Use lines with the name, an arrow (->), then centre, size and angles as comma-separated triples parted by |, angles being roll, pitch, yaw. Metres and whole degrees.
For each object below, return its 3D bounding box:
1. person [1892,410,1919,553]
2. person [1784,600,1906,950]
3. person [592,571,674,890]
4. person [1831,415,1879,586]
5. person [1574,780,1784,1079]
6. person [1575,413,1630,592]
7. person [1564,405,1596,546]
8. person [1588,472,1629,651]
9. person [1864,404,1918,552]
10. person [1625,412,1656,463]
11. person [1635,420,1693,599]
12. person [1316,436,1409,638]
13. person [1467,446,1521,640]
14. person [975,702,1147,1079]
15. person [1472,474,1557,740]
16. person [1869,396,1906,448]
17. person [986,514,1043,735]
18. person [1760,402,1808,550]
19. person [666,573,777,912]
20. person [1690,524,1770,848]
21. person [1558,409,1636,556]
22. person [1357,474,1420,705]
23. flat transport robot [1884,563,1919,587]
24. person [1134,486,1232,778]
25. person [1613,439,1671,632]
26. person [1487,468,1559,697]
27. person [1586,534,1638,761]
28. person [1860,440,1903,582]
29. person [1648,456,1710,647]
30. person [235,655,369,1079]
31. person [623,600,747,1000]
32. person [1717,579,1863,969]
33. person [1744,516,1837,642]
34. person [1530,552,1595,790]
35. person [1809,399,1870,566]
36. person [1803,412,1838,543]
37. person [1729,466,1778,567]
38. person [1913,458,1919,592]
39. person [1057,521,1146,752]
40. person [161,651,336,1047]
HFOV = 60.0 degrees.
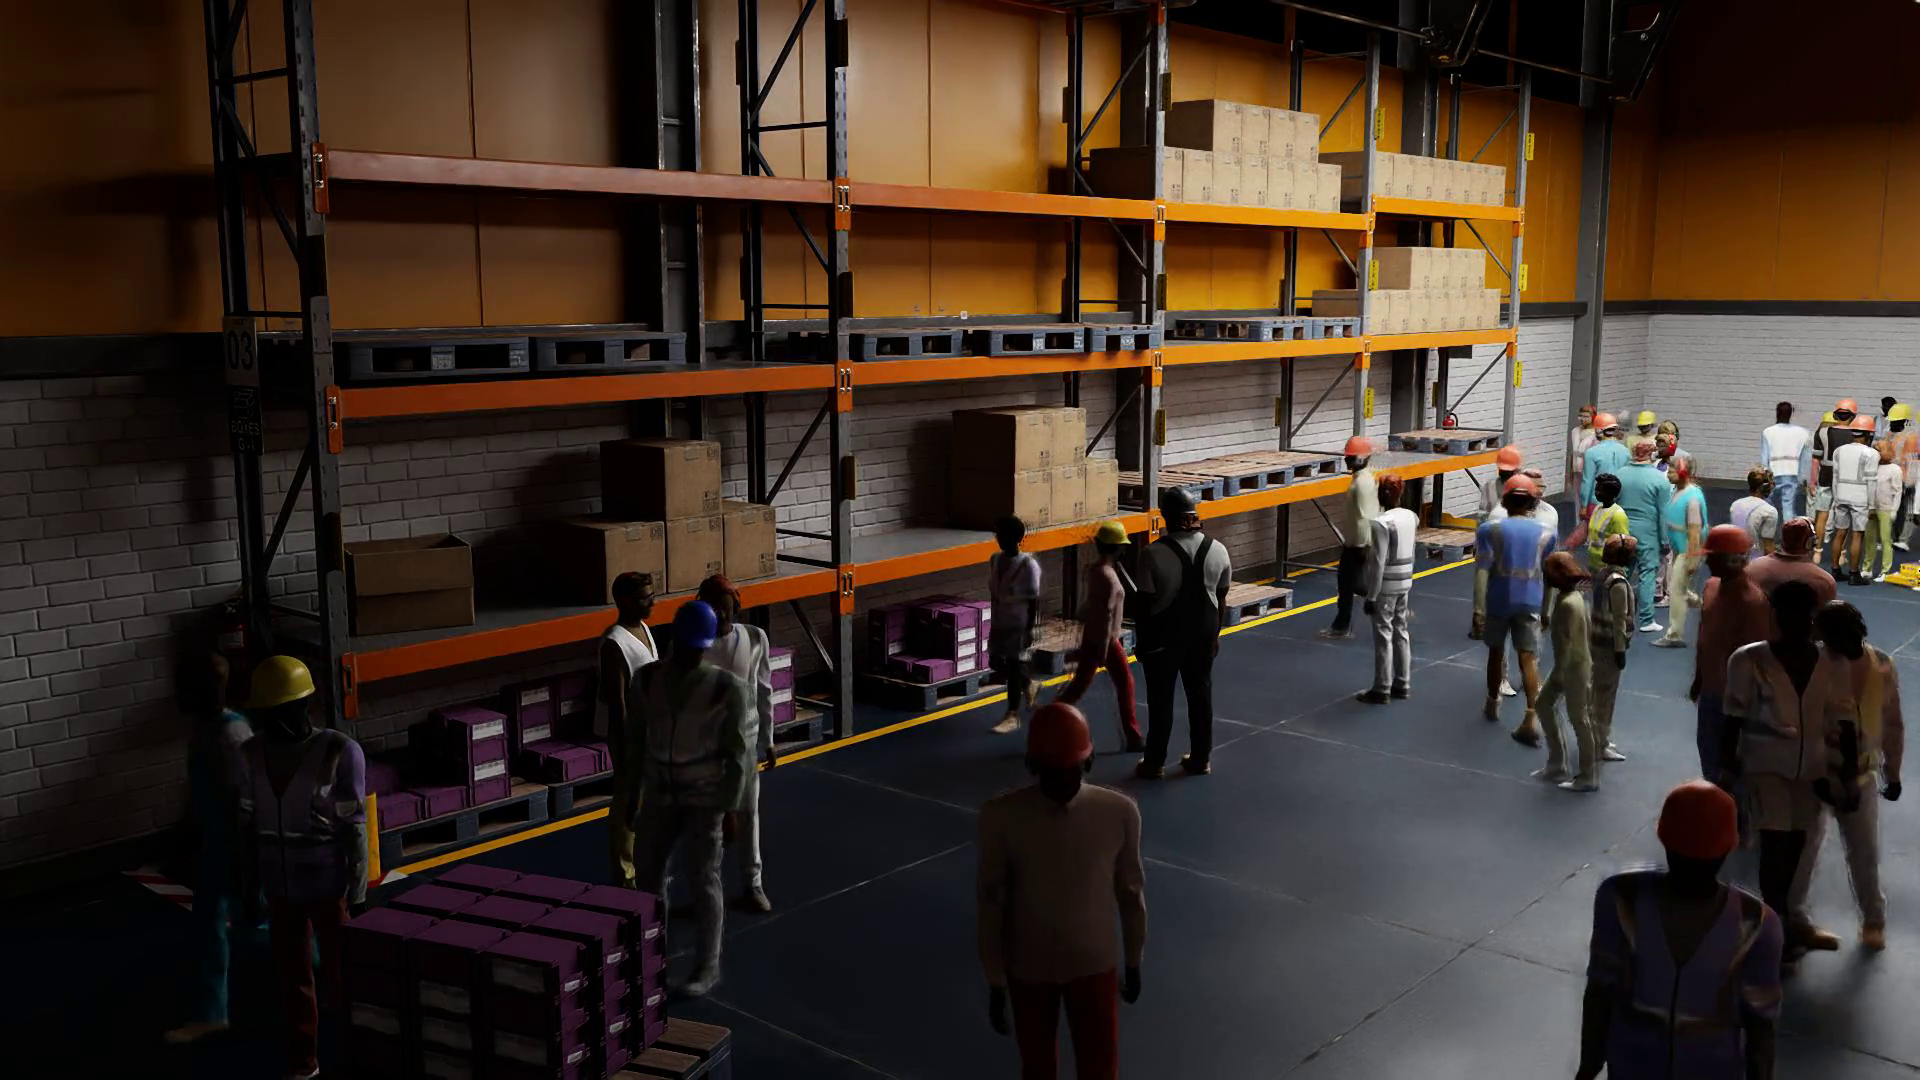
person -> 12.171, -0.747, 20.952 | 0.996, 1.857, 0.613 | -7, 11, -38
person -> 4.537, 1.198, 8.576 | 0.665, 1.821, 0.461 | -1, 9, -3
person -> -1.826, 1.081, 9.229 | 0.389, 1.847, 0.567 | 0, 9, 3
person -> 10.140, -0.447, 18.834 | 0.387, 1.929, 0.544 | -4, 10, -23
person -> 2.217, 1.670, 5.180 | 0.582, 1.924, 0.406 | 4, 10, 26
person -> 7.136, -0.420, 18.480 | 0.614, 1.986, 0.413 | -3, 9, -21
person -> 8.174, -0.841, 21.666 | 0.394, 1.836, 0.559 | -4, 10, -23
person -> 5.899, 0.230, 15.197 | 0.320, 1.695, 0.538 | 0, 9, -3
person -> 11.774, -0.781, 21.101 | 0.711, 1.892, 0.649 | 1, 9, 8
person -> 8.944, -0.809, 21.764 | 0.519, 1.739, 0.525 | 5, 10, 30
person -> 7.598, -0.325, 18.001 | 0.362, 1.938, 0.631 | -8, 12, -41
person -> 3.858, -0.007, 15.845 | 0.762, 1.974, 0.617 | 2, 9, 10
person -> 5.287, 0.010, 16.087 | 0.974, 1.873, 0.573 | -7, 11, -39
person -> 0.362, 1.538, 5.902 | 0.612, 1.964, 0.724 | 0, 9, 3
person -> 4.214, 0.501, 12.635 | 0.650, 1.971, 1.066 | 1, 9, 7
person -> 14.064, -1.335, 25.294 | 0.319, 1.696, 0.532 | -6, 11, -35
person -> 0.441, 0.625, 12.714 | 0.567, 1.685, 0.537 | -8, 12, -40
person -> 10.516, -0.826, 21.394 | 0.590, 1.886, 0.789 | 1, 9, 4
person -> -1.286, 1.105, 8.985 | 0.585, 1.877, 0.361 | -4, 10, -25
person -> 4.672, 0.884, 10.103 | 0.458, 1.978, 0.656 | 0, 9, -2
person -> 7.343, -0.545, 19.094 | 0.739, 2.000, 0.764 | 0, 9, 3
person -> 3.493, 0.395, 13.534 | 0.583, 1.881, 0.343 | -8, 12, -42
flat transport robot -> 11.245, 0.376, 18.841 | 1.431, 0.197, 0.652 | -4, 10, -26
person -> 1.504, 0.625, 11.546 | 0.681, 2.000, 0.535 | -3, 9, -17
person -> 6.713, -0.052, 16.390 | 0.398, 1.898, 0.647 | -6, 10, -33
person -> 4.680, 0.349, 13.791 | 0.644, 1.900, 0.399 | -2, 9, -15
person -> 4.686, 0.764, 11.967 | 0.312, 1.632, 0.514 | 2, 9, 10
person -> 10.529, -0.337, 19.061 | 0.268, 1.630, 0.507 | -3, 9, -19
person -> 6.843, 0.114, 15.555 | 0.615, 1.820, 0.583 | 1, 9, 8
person -> -2.720, 1.412, 6.879 | 0.586, 1.921, 0.386 | 2, 9, 13
person -> -1.330, 1.232, 7.986 | 0.627, 1.935, 0.432 | 2, 9, 12
person -> 4.192, 1.175, 8.334 | 0.622, 1.931, 0.690 | 0, 9, -1
person -> 5.474, 0.785, 10.994 | 0.397, 1.900, 0.634 | -6, 11, -34
person -> 4.091, 0.889, 11.259 | 0.529, 1.603, 0.614 | 2, 9, 12
person -> 10.615, -0.691, 20.094 | 0.612, 2.029, 0.407 | 5, 10, 31
person -> 11.388, -0.827, 21.913 | 0.487, 1.728, 0.323 | 3, 9, 20
person -> 6.887, 0.274, 14.486 | 0.350, 1.837, 0.502 | -3, 9, -17
person -> 10.850, -0.358, 18.360 | 0.719, 1.903, 0.422 | -1, 9, -5
person -> 0.994, 0.709, 12.025 | 0.898, 1.722, 0.518 | -2, 9, -13
person -> -3.219, 1.364, 7.533 | 0.756, 1.819, 0.529 | -7, 11, -39
